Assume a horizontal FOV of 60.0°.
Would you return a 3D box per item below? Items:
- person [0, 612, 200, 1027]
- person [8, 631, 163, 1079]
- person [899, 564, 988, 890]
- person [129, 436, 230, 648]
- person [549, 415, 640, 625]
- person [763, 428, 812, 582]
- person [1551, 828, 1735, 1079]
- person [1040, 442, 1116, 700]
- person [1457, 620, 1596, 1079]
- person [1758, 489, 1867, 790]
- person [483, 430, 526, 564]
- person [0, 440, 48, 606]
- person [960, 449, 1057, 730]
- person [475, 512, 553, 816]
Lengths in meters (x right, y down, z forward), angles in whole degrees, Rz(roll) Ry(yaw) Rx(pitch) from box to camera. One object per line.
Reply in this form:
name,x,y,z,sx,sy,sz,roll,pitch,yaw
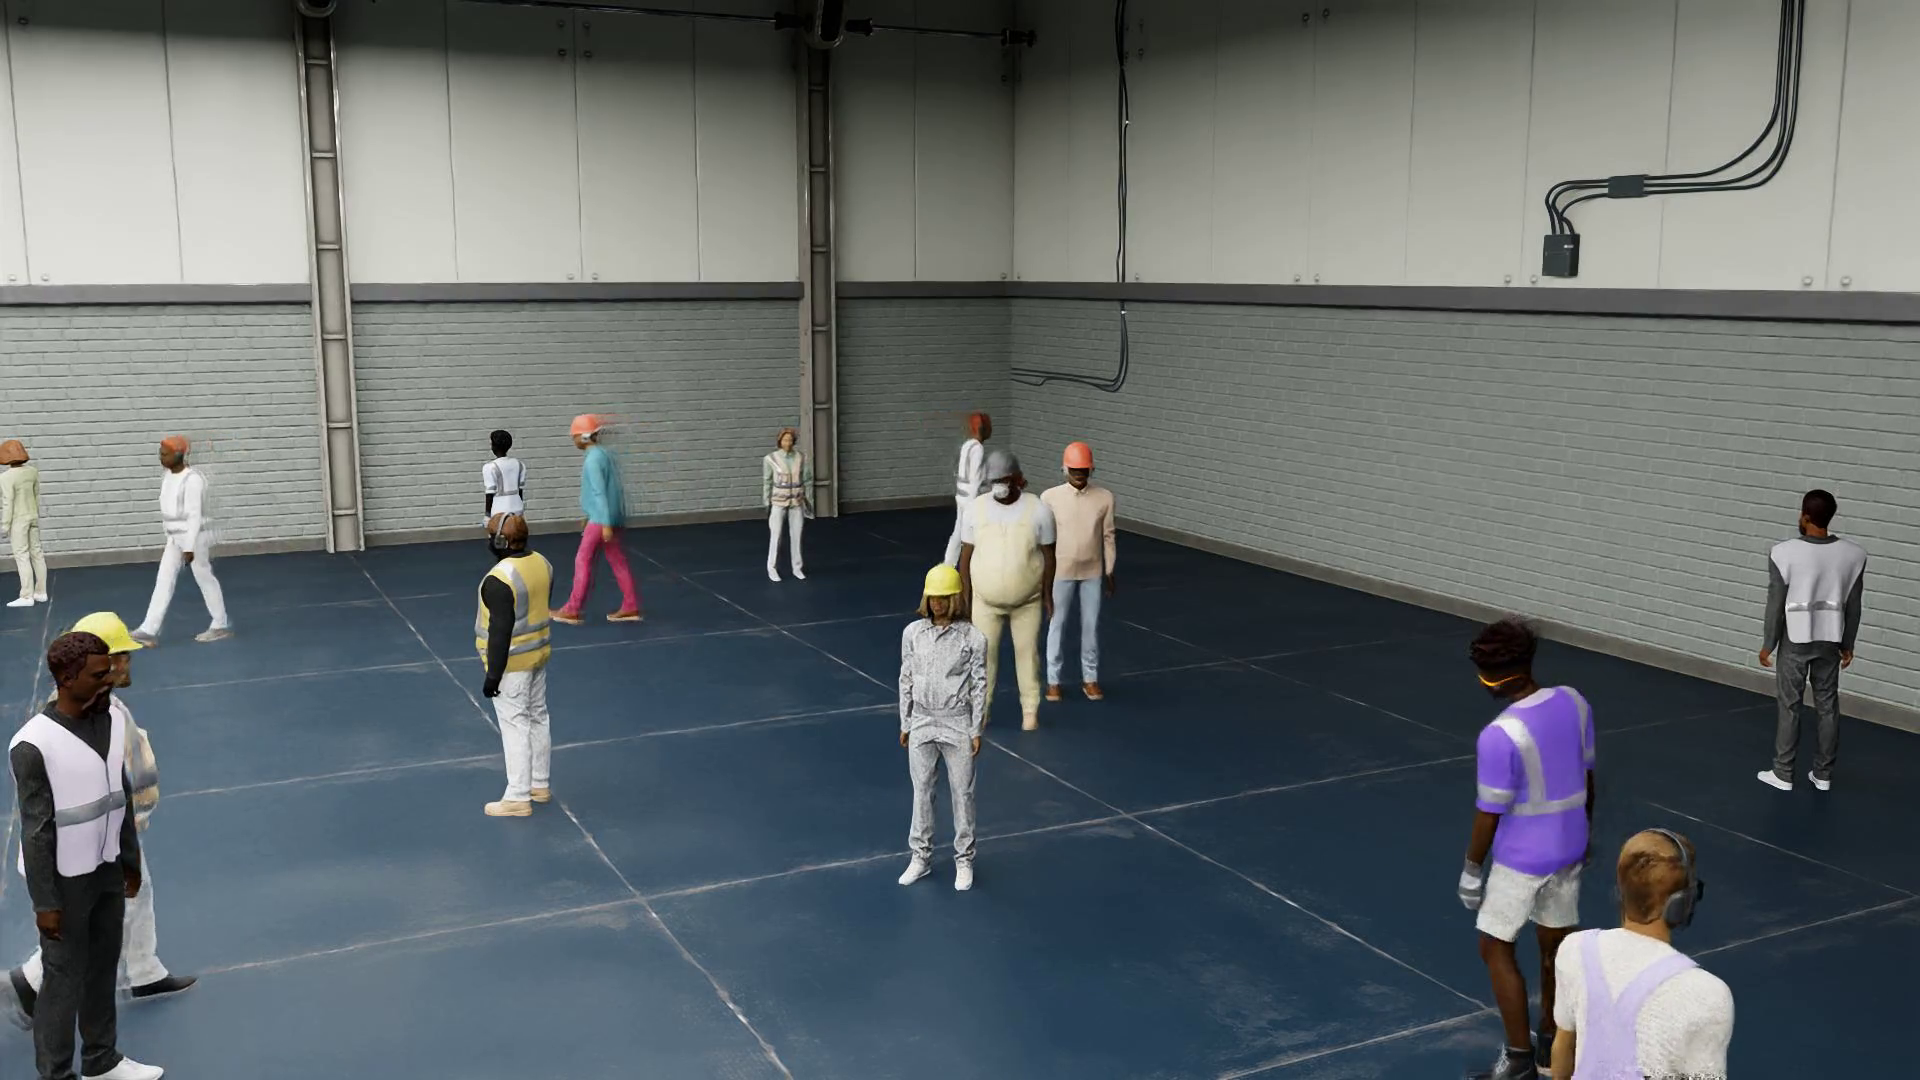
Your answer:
person,-3.784,1.216,7.235,0.715,1.812,0.597,-6,11,-33
person,-3.432,1.291,6.482,0.388,1.912,0.587,1,9,6
person,-0.097,0.990,8.841,0.487,1.746,0.289,3,10,16
person,-6.839,0.032,14.456,0.606,1.832,0.951,7,11,36
person,-3.437,-0.180,15.421,0.941,1.948,0.684,-1,9,-3
person,-1.833,-0.377,17.610,0.520,1.632,0.315,-5,10,-27
person,1.856,1.653,4.474,0.463,1.830,0.562,-6,11,-34
person,0.888,0.240,12.689,0.622,1.992,0.396,-1,9,-7
person,2.310,1.255,6.692,0.697,1.924,0.369,-6,11,-31
person,5.356,0.635,10.484,0.591,1.922,0.392,0,9,1
person,-4.575,-0.261,16.694,0.318,1.697,0.536,5,10,28
person,-9.202,-0.166,16.296,0.278,1.634,0.499,1,9,7
person,0.333,0.357,11.832,0.691,2.000,0.535,1,9,7
person,-2.701,0.744,10.057,0.429,1.845,0.621,2,9,13
